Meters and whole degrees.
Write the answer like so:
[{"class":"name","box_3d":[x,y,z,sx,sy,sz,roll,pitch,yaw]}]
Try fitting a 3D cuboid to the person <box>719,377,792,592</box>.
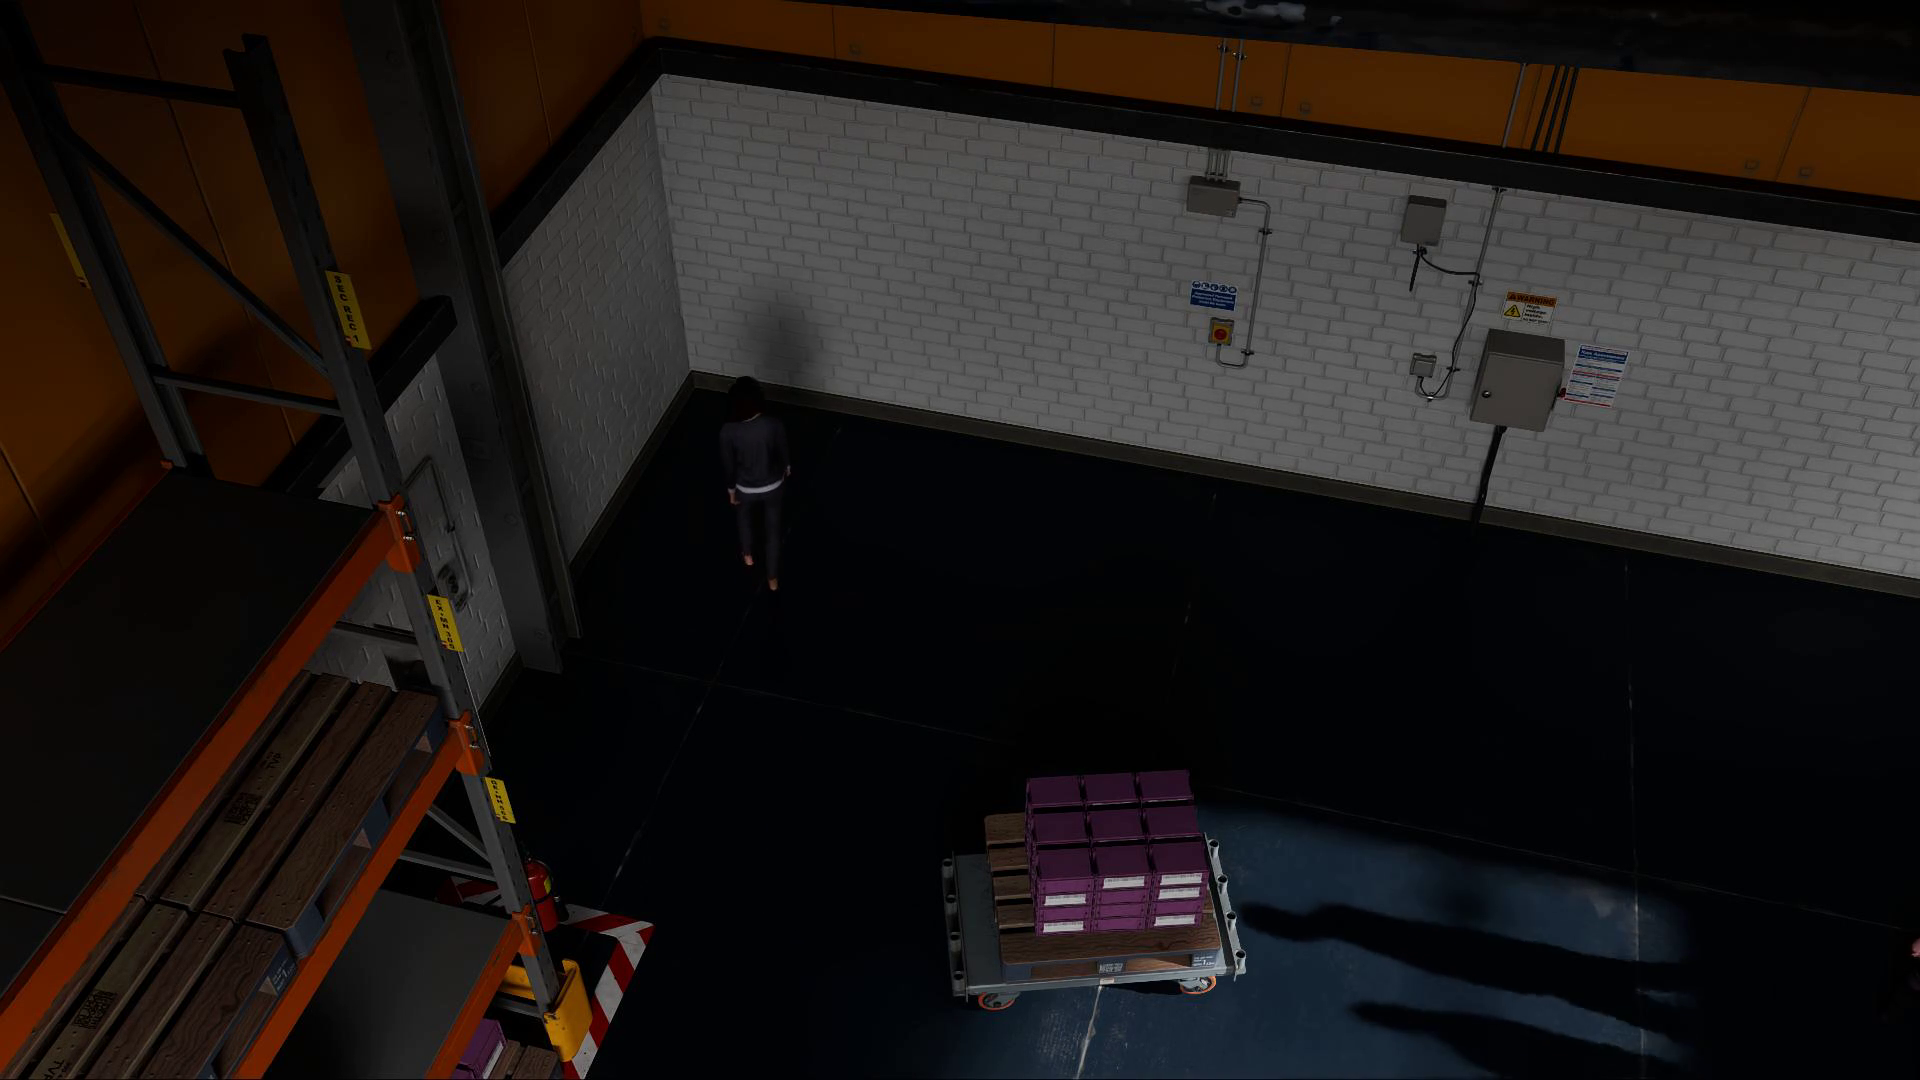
[{"class":"person","box_3d":[-1.358,-0.331,11.345,0.762,1.755,0.849,-5,44,-6]}]
